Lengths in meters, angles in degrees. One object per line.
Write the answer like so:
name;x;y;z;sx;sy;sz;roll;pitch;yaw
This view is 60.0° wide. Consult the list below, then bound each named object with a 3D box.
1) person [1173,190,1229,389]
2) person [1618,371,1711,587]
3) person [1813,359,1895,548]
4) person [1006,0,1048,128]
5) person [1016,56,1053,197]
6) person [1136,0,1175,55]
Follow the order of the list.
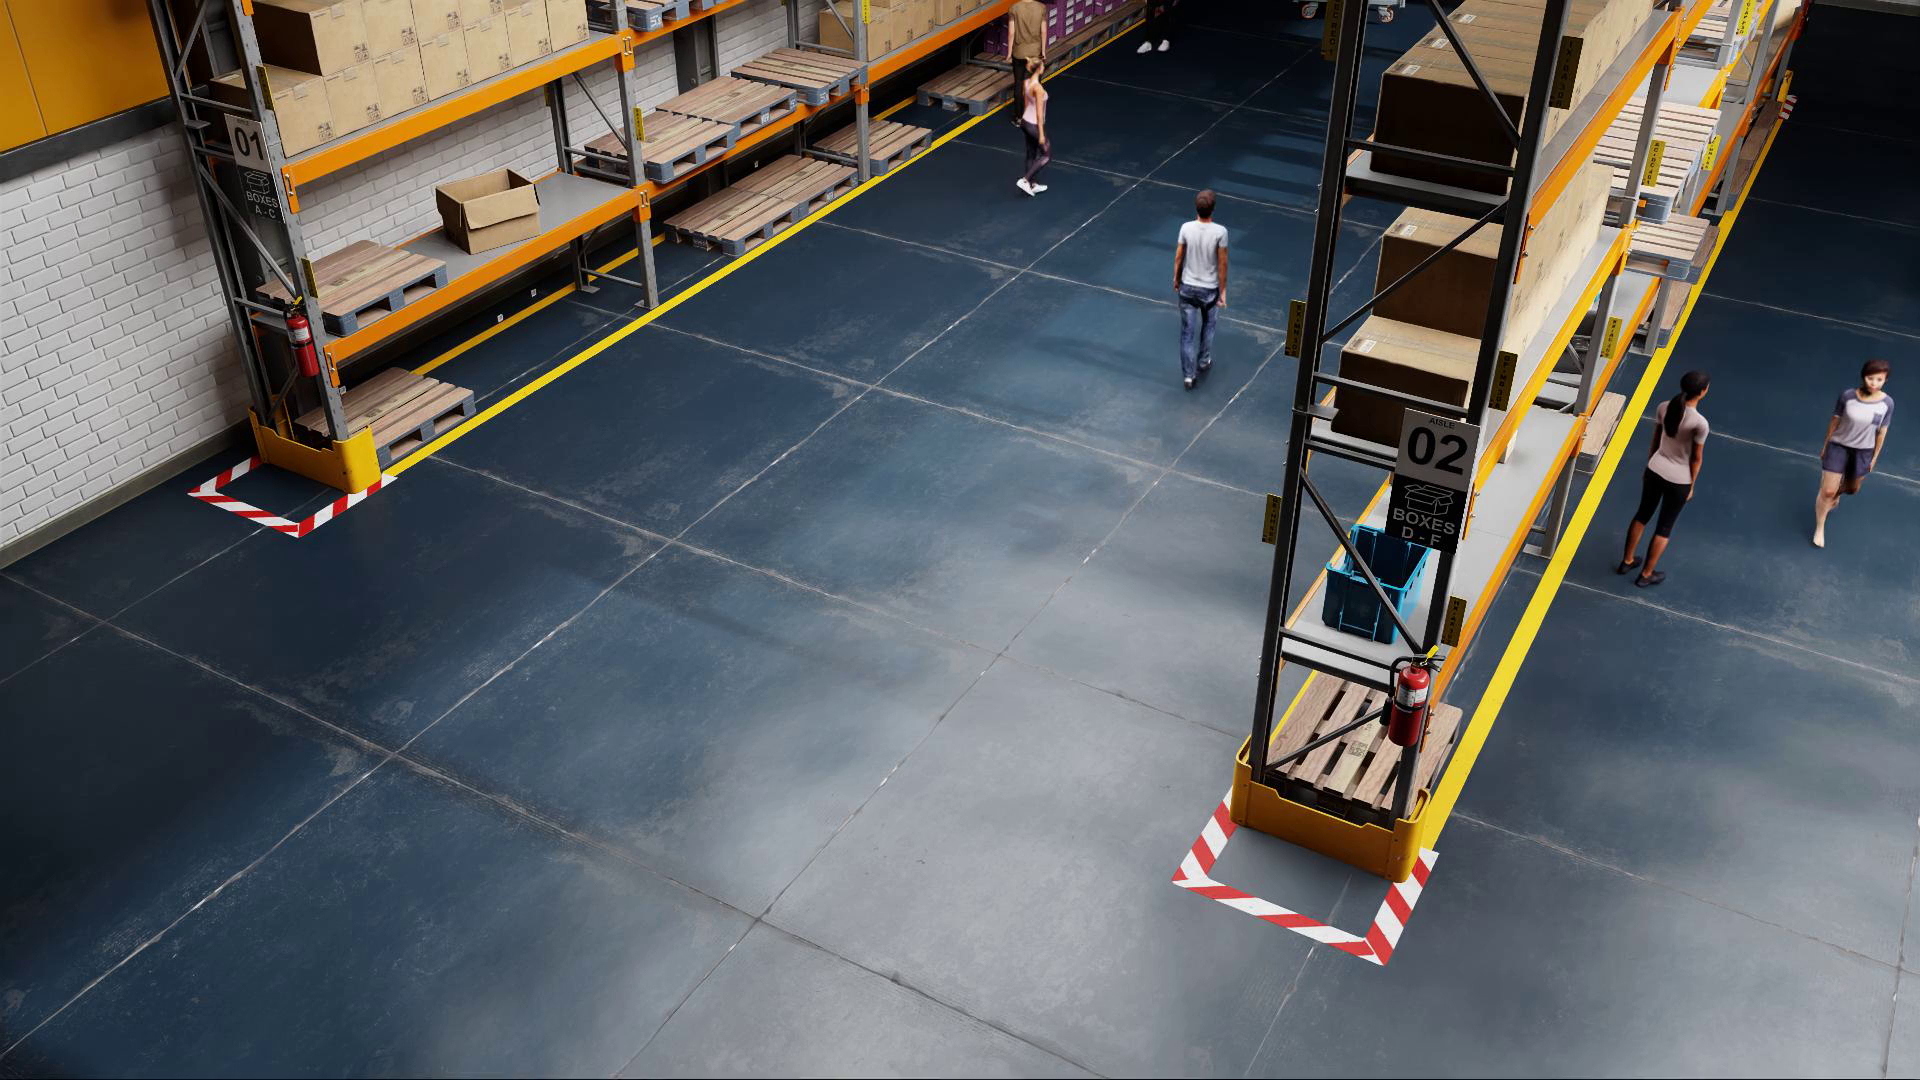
person;2.151;-2.225;15.039;0.791;1.850;0.907;8;34;12
person;5.308;-0.463;12.489;0.713;1.738;0.687;-17;37;-24
person;7.003;-0.739;13.081;0.637;1.543;0.939;13;36;18
person;0.844;-6.141;20.931;0.748;1.849;0.774;-4;34;-6
person;0.780;-4.695;18.950;0.808;1.634;0.736;-15;36;-21
person;2.925;-7.855;23.460;0.681;1.904;0.842;18;37;24
